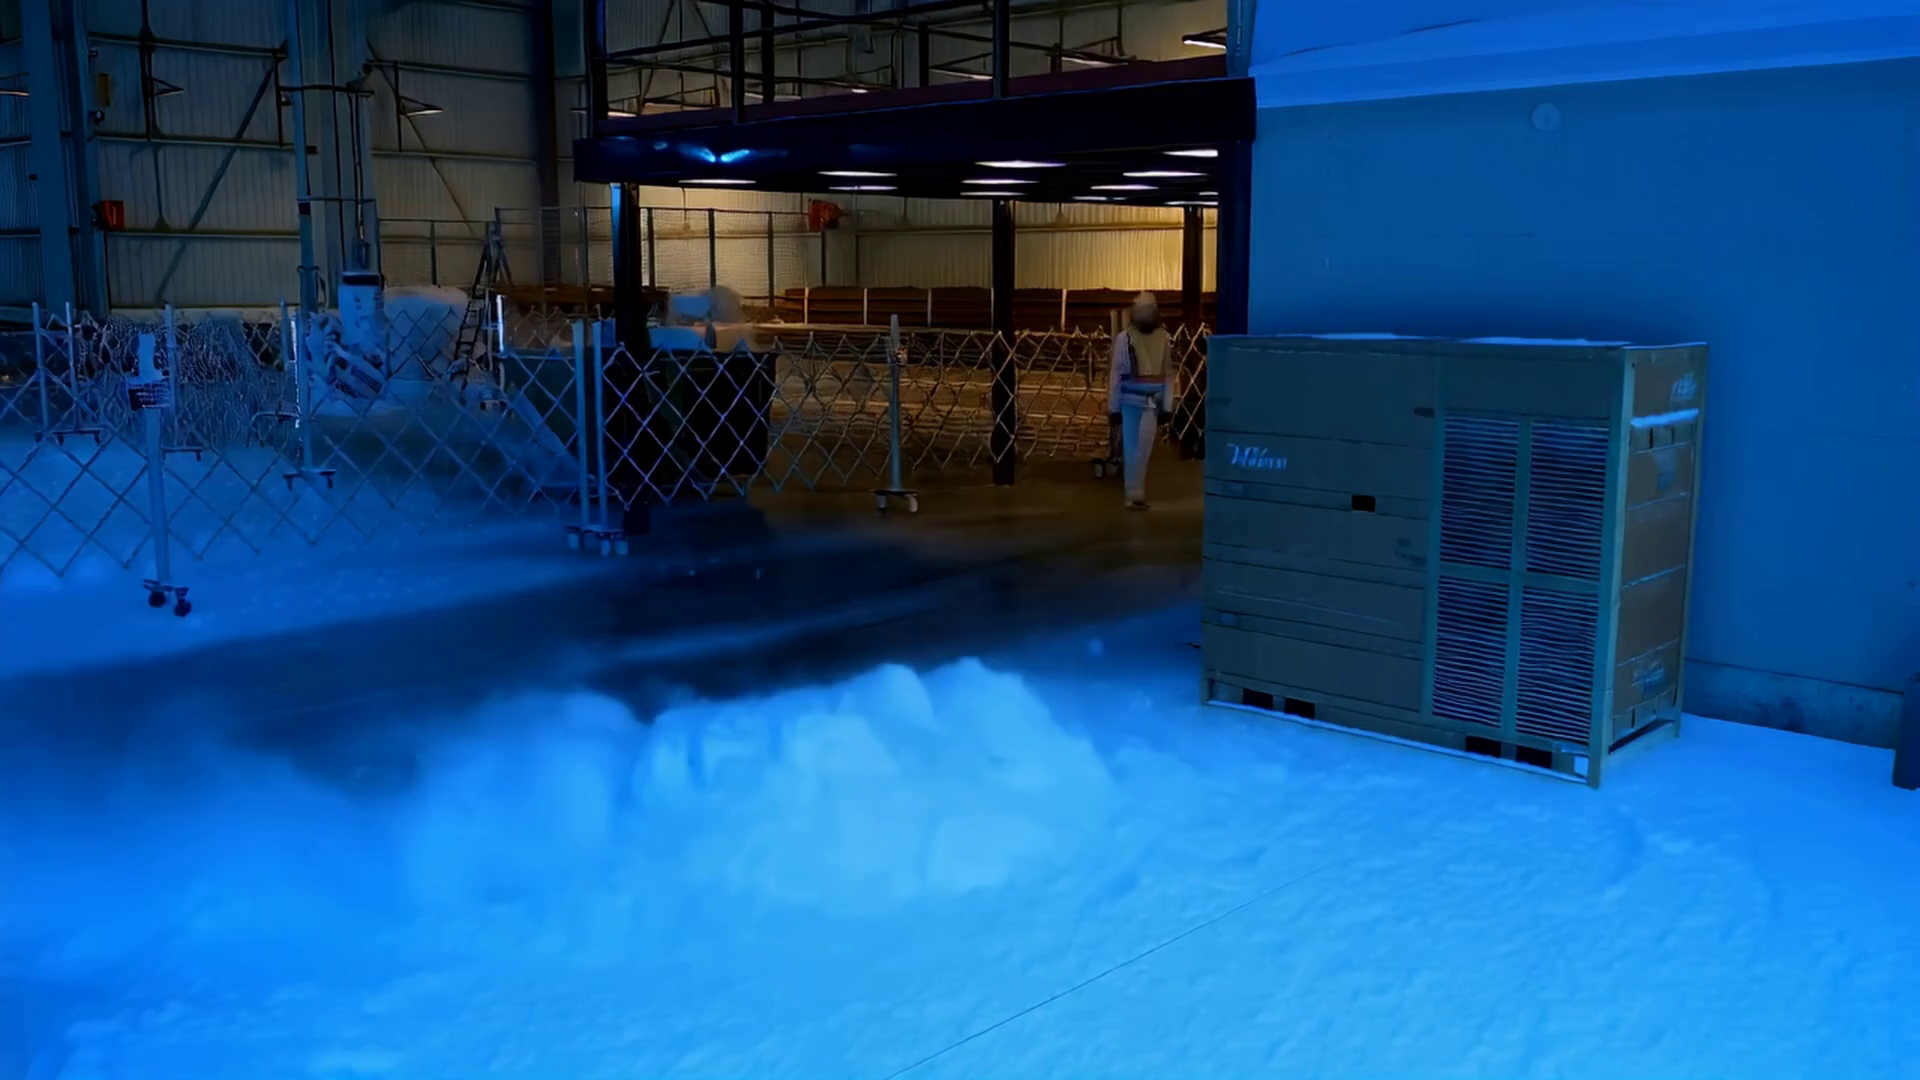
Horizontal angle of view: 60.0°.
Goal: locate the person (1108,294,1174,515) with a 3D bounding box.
[{"bbox_3d":[1.547,-1.150,14.168,0.636,1.860,0.548,-5,11,-29],"label":"person"}]
